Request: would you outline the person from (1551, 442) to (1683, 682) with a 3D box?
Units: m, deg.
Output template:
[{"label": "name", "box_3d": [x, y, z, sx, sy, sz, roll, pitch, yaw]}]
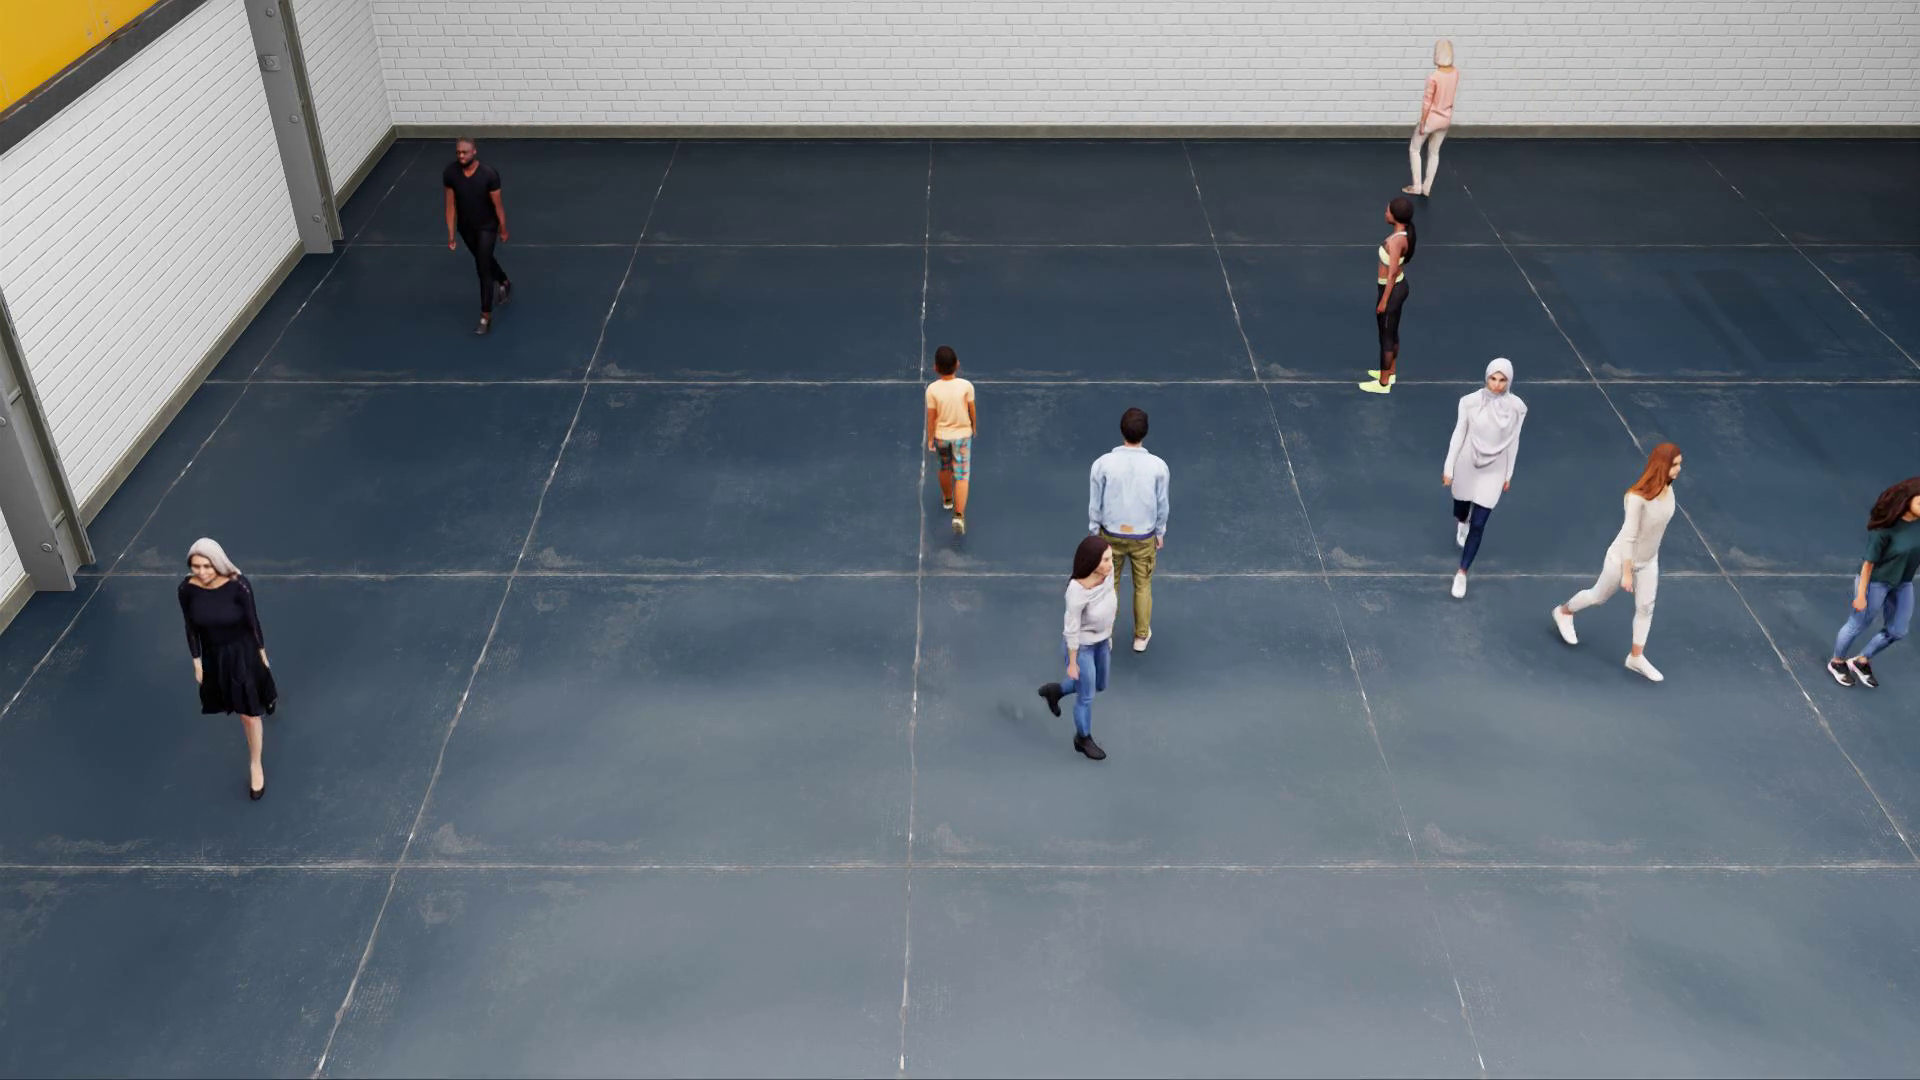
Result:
[{"label": "person", "box_3d": [4.366, 0.083, 11.005, 0.956, 1.689, 1.165, -18, 38, -25]}]

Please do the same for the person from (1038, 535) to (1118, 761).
[{"label": "person", "box_3d": [0.708, 0.638, 10.236, 0.910, 1.615, 0.871, 24, 40, 31]}]

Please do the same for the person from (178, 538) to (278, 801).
[{"label": "person", "box_3d": [-4.376, 0.705, 10.031, 0.651, 1.730, 0.979, -4, 34, -6]}]

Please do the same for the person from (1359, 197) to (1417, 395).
[{"label": "person", "box_3d": [3.702, -2.091, 14.217, 0.704, 1.754, 0.594, 17, 37, 24]}]

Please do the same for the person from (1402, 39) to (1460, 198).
[{"label": "person", "box_3d": [5.155, -4.505, 17.880, 0.709, 1.719, 0.724, -16, 37, -23]}]

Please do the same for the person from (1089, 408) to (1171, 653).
[{"label": "person", "box_3d": [1.118, -0.051, 11.097, 0.684, 1.809, 0.566, 2, 34, 3]}]

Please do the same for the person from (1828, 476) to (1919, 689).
[{"label": "person", "box_3d": [5.960, 0.239, 10.848, 0.682, 1.603, 0.715, -9, 35, -13]}]

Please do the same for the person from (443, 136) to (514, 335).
[{"label": "person", "box_3d": [-4.425, -2.895, 15.412, 0.810, 1.770, 1.253, 6, 34, 8]}]

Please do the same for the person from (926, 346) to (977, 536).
[{"label": "person", "box_3d": [-0.053, -0.733, 12.462, 0.525, 1.435, 0.945, 1, 34, 1]}]

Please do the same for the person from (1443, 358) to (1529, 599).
[{"label": "person", "box_3d": [3.704, -0.512, 11.843, 0.874, 1.751, 1.160, 11, 35, 16]}]
